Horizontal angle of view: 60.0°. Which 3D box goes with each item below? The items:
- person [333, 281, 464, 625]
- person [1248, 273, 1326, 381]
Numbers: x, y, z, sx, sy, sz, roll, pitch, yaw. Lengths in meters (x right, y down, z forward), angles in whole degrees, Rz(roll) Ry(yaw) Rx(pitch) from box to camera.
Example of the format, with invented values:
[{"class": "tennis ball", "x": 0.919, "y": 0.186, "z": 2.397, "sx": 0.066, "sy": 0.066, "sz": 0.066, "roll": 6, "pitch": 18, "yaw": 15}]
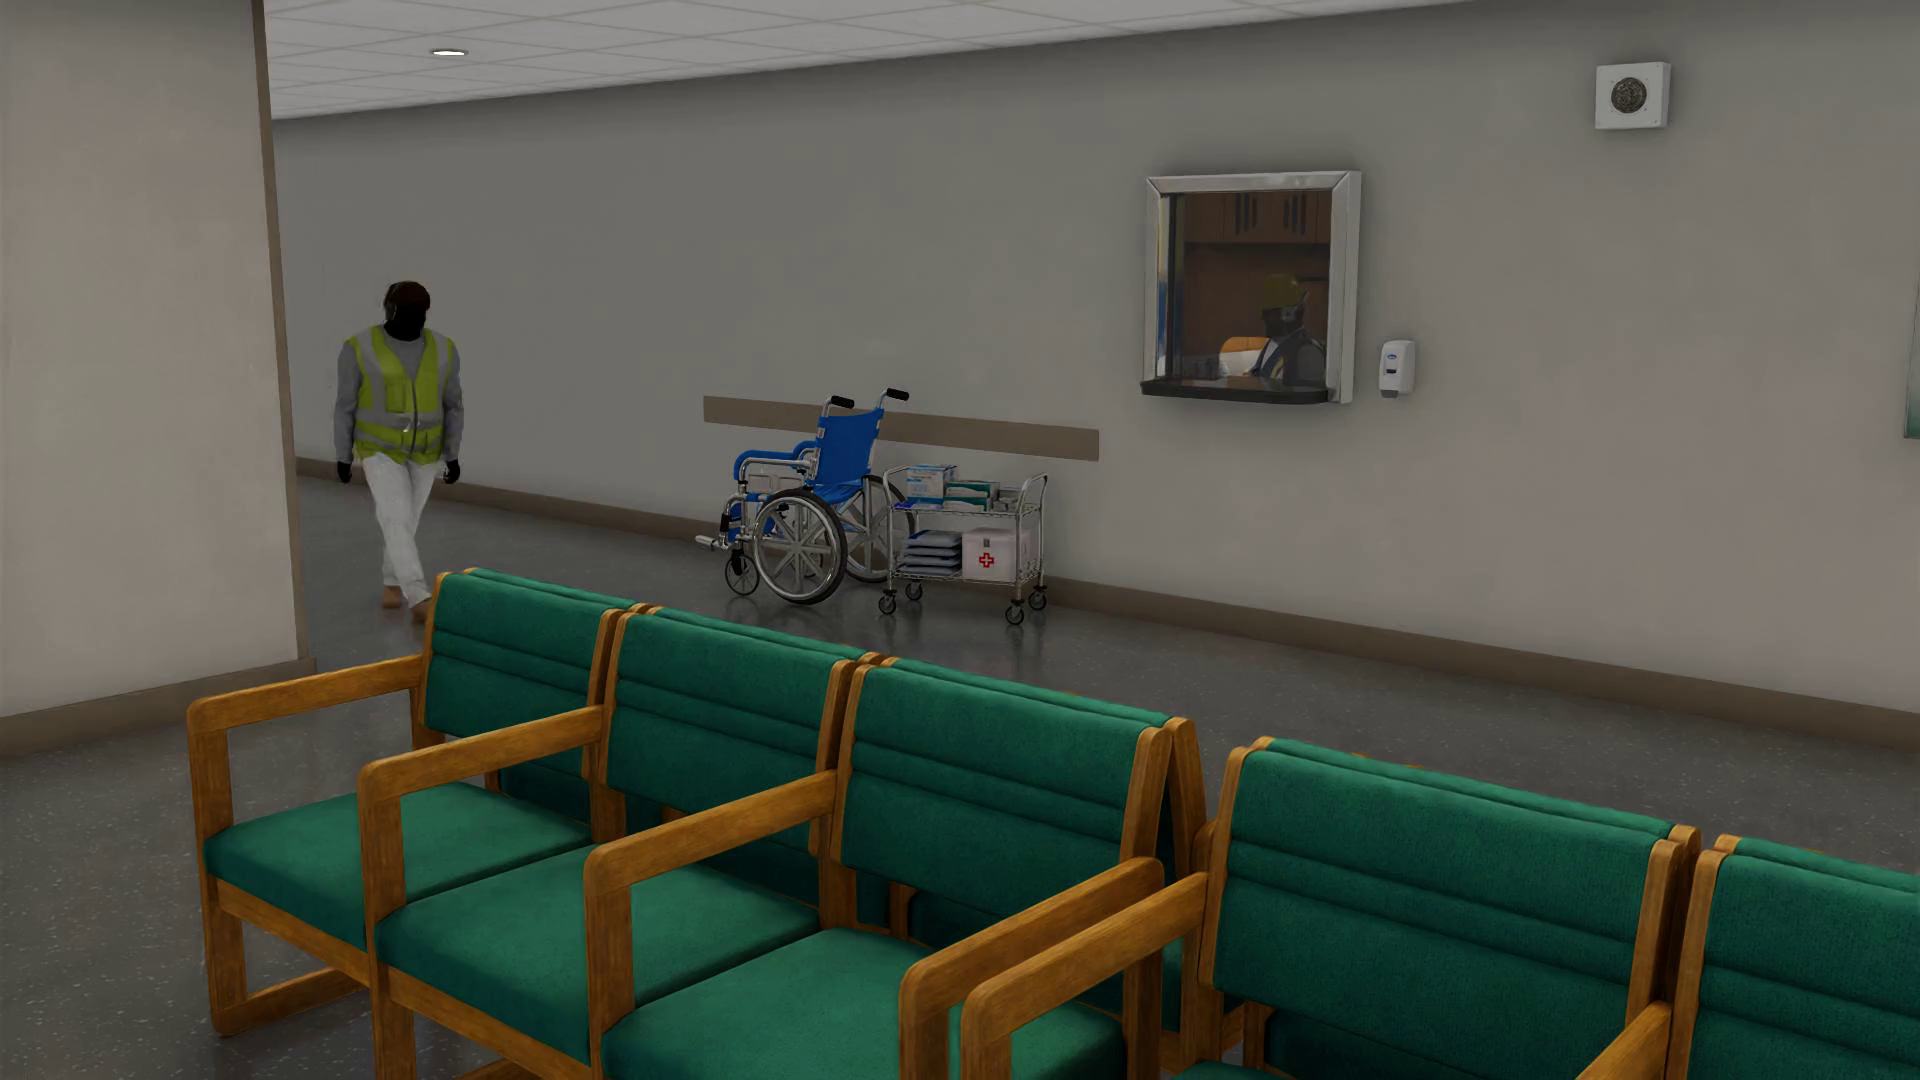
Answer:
[{"class": "person", "x": -2.961, "y": -0.467, "z": 8.812, "sx": 0.643, "sy": 1.795, "sz": 0.903, "roll": -8, "pitch": 13, "yaw": -39}, {"class": "person", "x": 1.737, "y": -0.523, "z": 9.015, "sx": 0.403, "sy": 1.822, "sz": 0.588, "roll": -2, "pitch": 10, "yaw": -10}]
